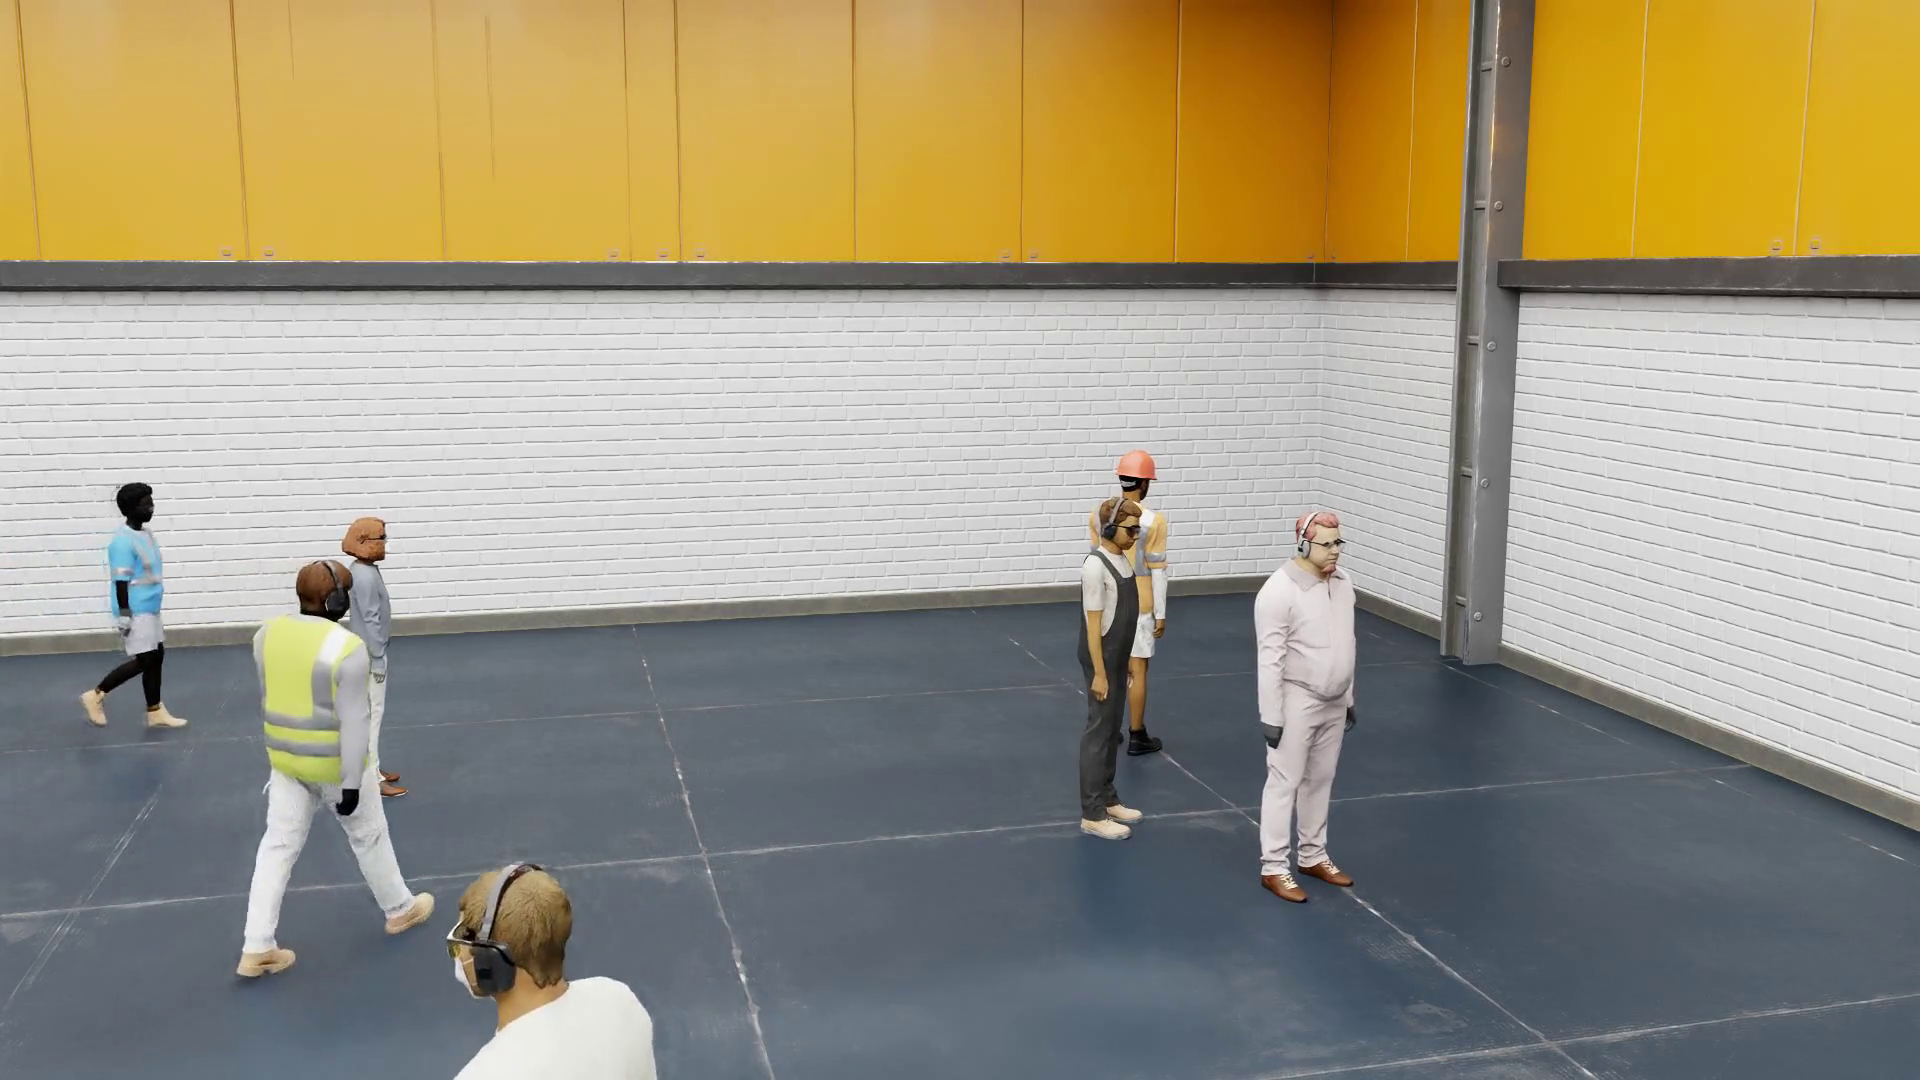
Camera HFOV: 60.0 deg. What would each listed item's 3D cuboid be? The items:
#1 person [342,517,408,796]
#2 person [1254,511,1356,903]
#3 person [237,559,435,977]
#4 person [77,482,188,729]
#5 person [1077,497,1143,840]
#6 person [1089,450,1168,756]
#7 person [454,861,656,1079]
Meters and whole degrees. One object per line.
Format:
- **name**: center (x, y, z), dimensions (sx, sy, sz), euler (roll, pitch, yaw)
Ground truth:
- **person**: center (-3.420, 0.672, 9.690), dimensions (0.270, 1.632, 0.508), euler (-4, 10, -25)
- **person**: center (1.709, 0.798, 8.090), dimensions (0.644, 1.902, 0.403), euler (-8, 12, -40)
- **person**: center (-2.823, 0.974, 7.343), dimensions (0.638, 1.795, 0.978), euler (4, 10, 21)
- **person**: center (-5.464, 0.453, 10.915), dimensions (0.543, 1.683, 0.545), euler (-2, 9, -9)
- **person**: center (0.820, 0.679, 9.011), dimensions (0.345, 1.840, 0.504), euler (4, 10, 21)
- **person**: center (1.077, 0.395, 10.510), dimensions (0.541, 1.929, 0.380), euler (6, 11, 33)
- **person**: center (-0.840, 1.565, 3.347), dimensions (1.014, 1.890, 0.648), euler (3, 9, 16)
